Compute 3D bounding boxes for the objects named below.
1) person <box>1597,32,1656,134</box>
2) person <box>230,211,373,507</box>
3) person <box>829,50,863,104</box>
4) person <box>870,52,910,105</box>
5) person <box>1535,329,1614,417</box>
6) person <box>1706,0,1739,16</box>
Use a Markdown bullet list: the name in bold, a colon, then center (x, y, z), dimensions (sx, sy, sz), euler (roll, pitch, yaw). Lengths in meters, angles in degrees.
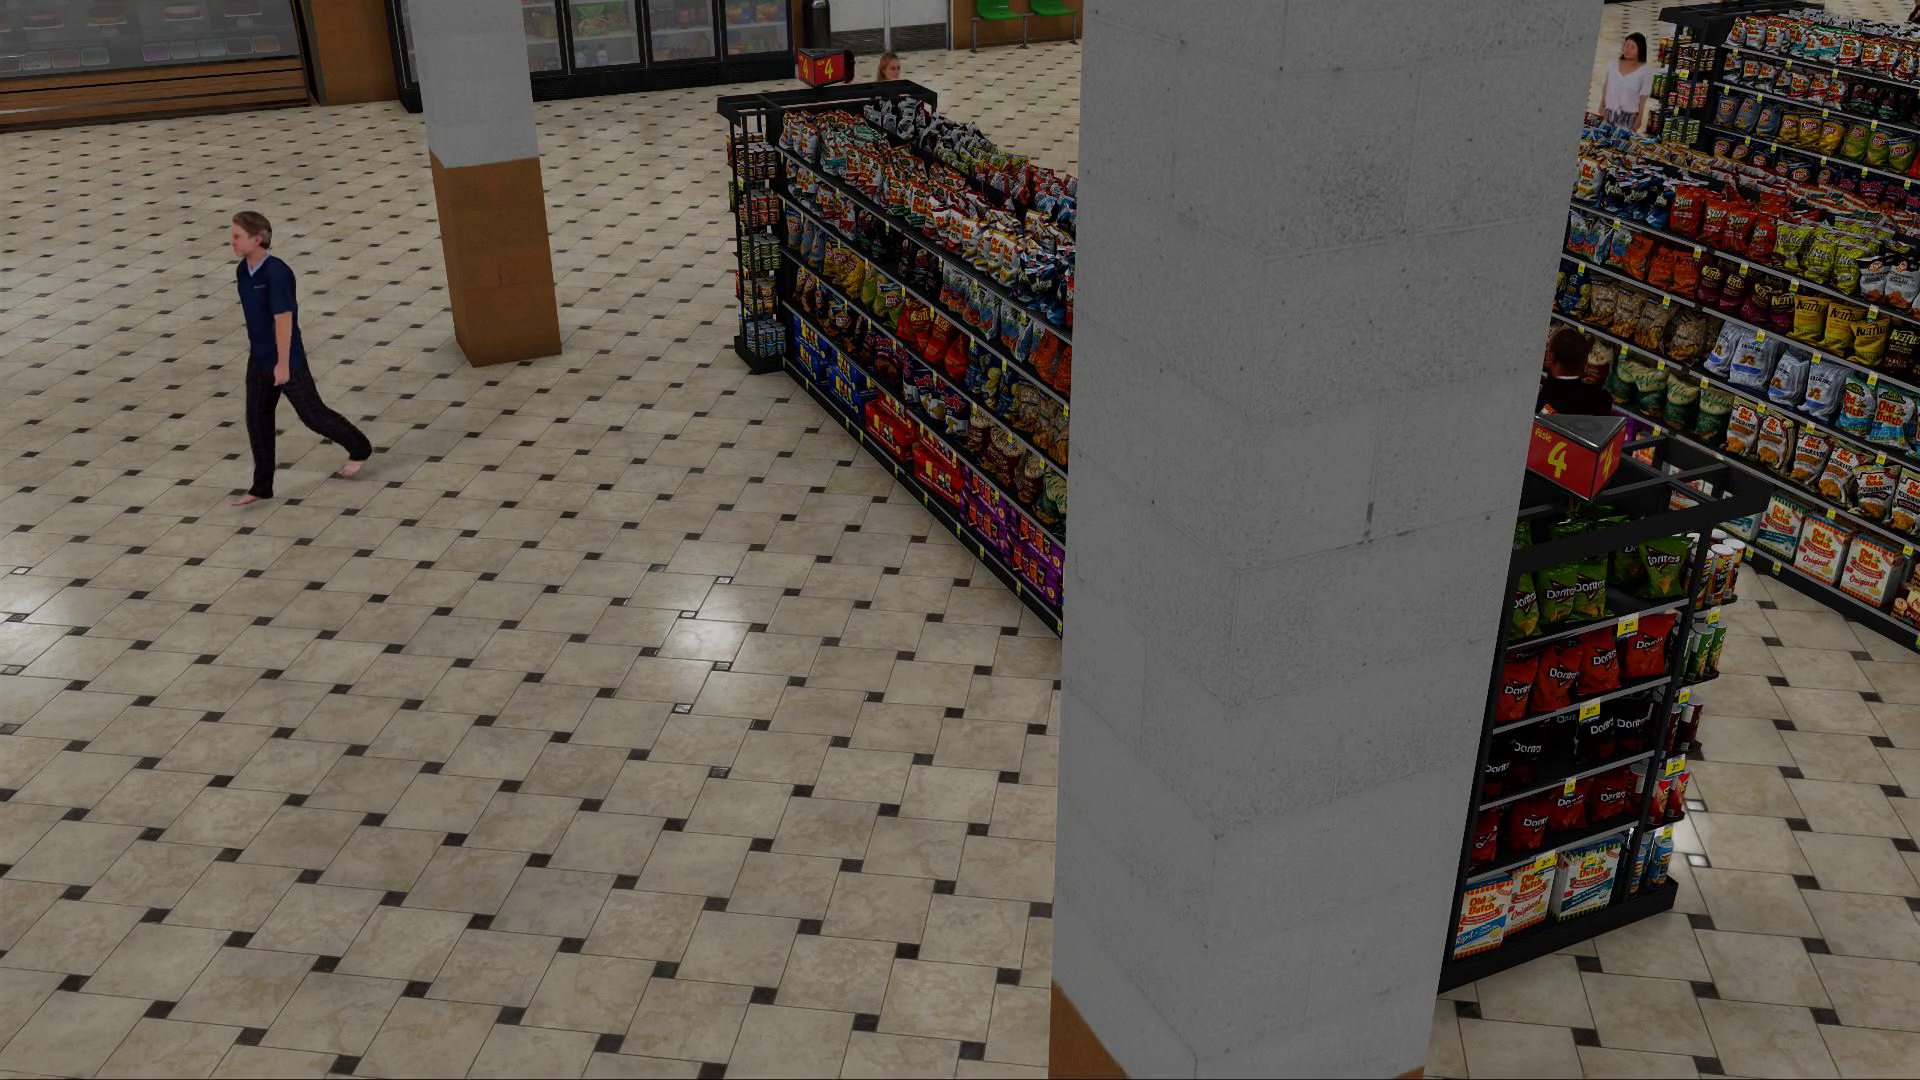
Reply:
- **person**: center (6.766, -4.318, 16.918), dimensions (0.861, 1.660, 0.823), euler (-19, 32, -32)
- **person**: center (-4.197, -1.145, 10.475), dimensions (1.219, 1.829, 1.115), euler (18, 32, 31)
- **person**: center (-1.010, -3.876, 16.030), dimensions (0.690, 1.675, 0.533), euler (-13, 29, -23)
- **person**: center (-0.688, -3.551, 15.227), dimensions (0.689, 1.821, 0.776), euler (-22, 34, -37)
- **person**: center (3.003, -0.129, 8.396), dimensions (0.773, 1.897, 0.944), euler (-8, 28, -16)
- **person**: center (9.475, -6.256, 20.821), dimensions (0.719, 1.587, 0.929), euler (-5, 27, -10)
